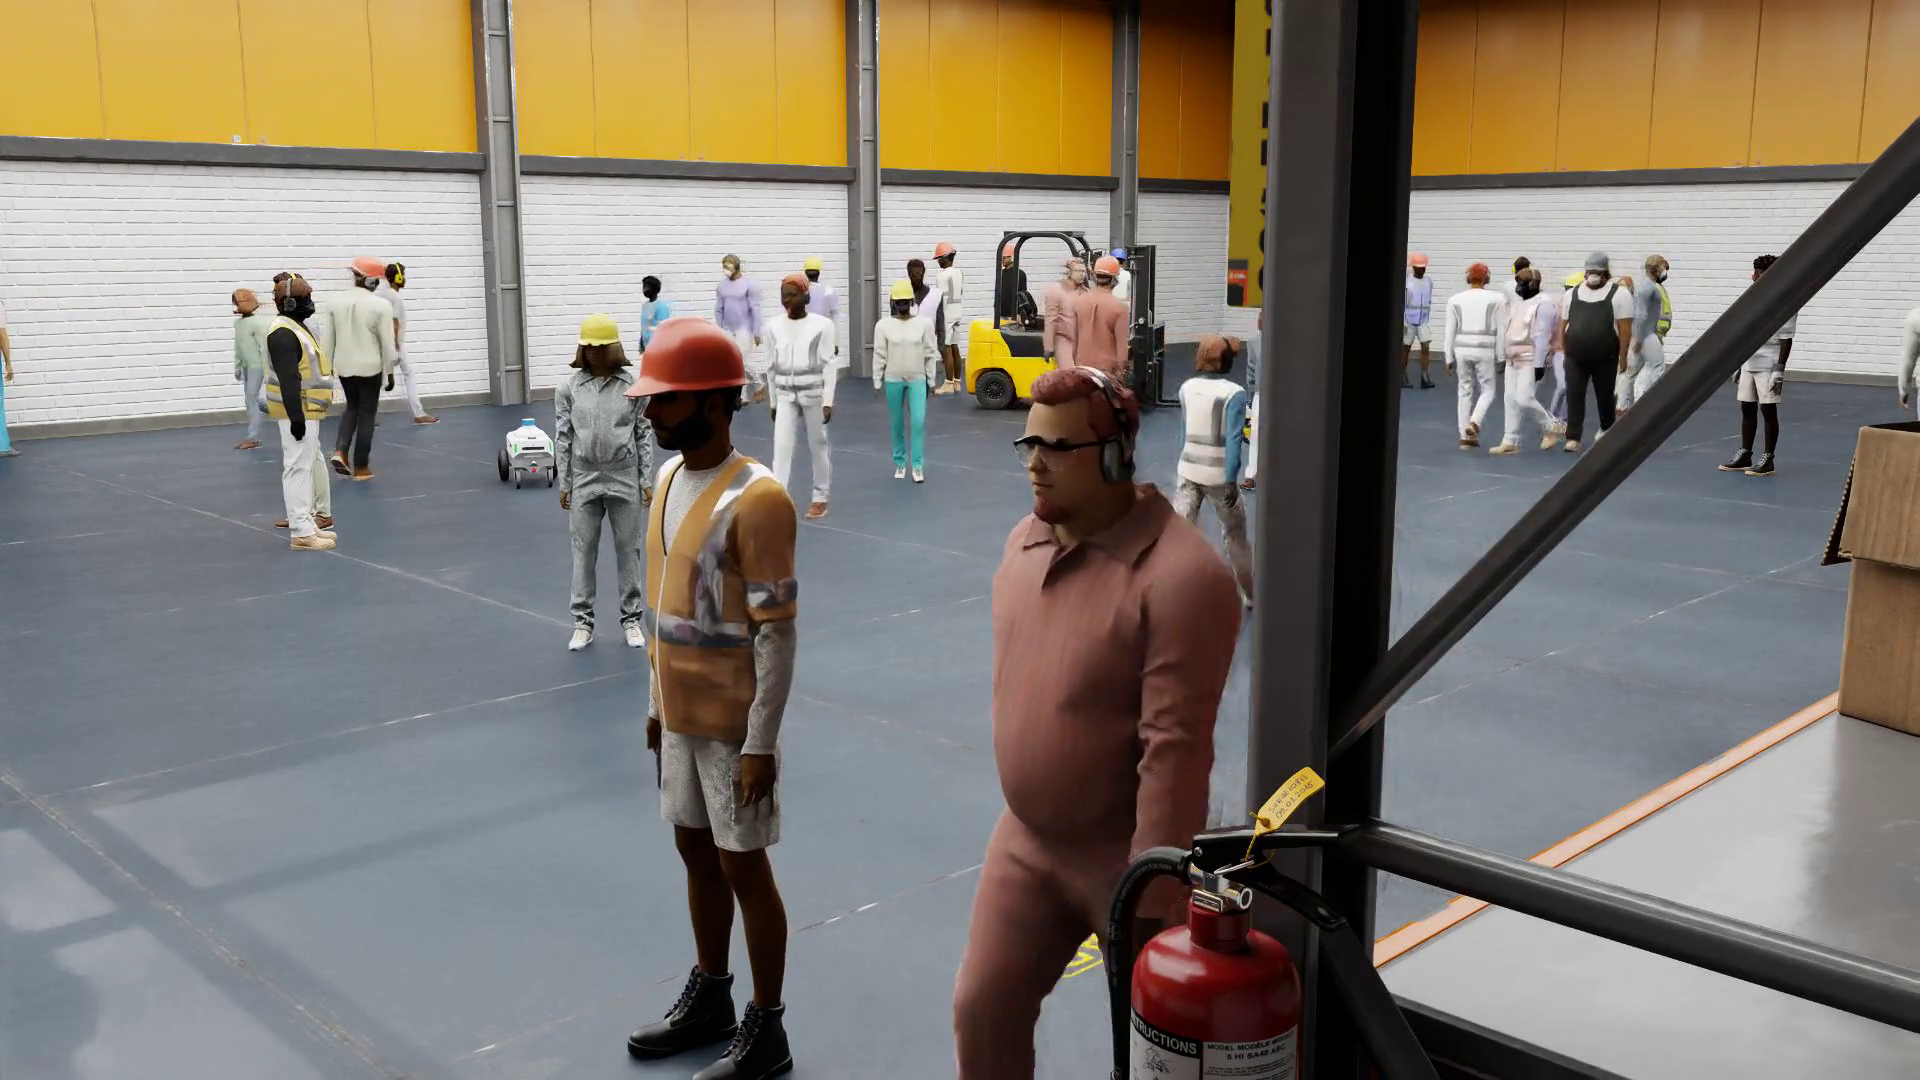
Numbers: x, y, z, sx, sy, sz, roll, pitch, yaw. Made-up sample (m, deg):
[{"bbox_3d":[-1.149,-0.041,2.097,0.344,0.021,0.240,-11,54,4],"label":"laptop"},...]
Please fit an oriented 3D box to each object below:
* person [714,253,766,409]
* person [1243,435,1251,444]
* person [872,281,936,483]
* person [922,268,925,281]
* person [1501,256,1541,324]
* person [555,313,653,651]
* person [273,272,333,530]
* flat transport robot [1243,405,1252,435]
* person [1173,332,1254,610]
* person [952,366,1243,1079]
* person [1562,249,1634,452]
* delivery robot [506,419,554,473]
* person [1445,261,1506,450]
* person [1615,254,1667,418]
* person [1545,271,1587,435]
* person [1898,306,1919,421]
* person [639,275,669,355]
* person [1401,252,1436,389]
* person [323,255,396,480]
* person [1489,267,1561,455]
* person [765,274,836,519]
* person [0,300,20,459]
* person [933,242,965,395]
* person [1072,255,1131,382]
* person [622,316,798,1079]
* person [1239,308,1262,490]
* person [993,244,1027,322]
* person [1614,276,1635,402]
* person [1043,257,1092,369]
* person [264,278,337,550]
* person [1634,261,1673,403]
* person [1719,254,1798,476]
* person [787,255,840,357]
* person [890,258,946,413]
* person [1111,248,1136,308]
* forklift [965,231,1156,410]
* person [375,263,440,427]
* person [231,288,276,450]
[{"bbox_3d":[-2.721,-2.555,20.448,0.638,1.914,0.484,7,12,32],"label":"person"},{"bbox_3d":[3.179,-1.771,16.626,0.548,1.724,0.852,9,14,41],"label":"person"},{"bbox_3d":[-0.483,-1.358,14.376,0.546,1.734,0.772,0,10,-1],"label":"person"},{"bbox_3d":[-0.616,-3.232,24.728,0.532,1.694,0.320,4,11,21],"label":"person"},{"bbox_3d":[7.331,-2.785,21.817,0.549,1.859,0.385,2,11,12],"label":"person"},{"bbox_3d":[-1.824,-0.294,8.561,0.491,1.741,0.323,-2,11,-11],"label":"person"},{"bbox_3d":[-4.775,-0.987,12.005,0.514,1.868,0.329,10,14,43],"label":"person"},{"bbox_3d":[3.087,-1.326,18.205,0.652,0.197,1.431,6,12,28],"label":"flat transport robot"},{"bbox_3d":[1.428,-0.359,9.302,0.851,1.585,0.538,-8,13,-36],"label":"person"},{"bbox_3d":[0.197,0.612,3.236,0.797,1.877,0.654,-9,13,-39],"label":"person"},{"bbox_3d":[6.340,-1.914,16.584,0.689,2.000,0.933,7,12,33],"label":"person"},{"bbox_3d":[-3.702,-0.800,14.307,0.477,0.478,0.707,-4,11,-19],"label":"delivery robot"},{"bbox_3d":[5.093,-1.812,16.467,0.614,1.876,0.476,6,12,31],"label":"person"},{"bbox_3d":[8.062,-2.344,19.279,0.846,1.906,0.628,3,11,17],"label":"person"},{"bbox_3d":[6.478,-1.965,17.660,0.540,1.751,0.397,-2,11,-13],"label":"person"},{"bbox_3d":[7.541,-1.148,12.722,0.667,1.919,0.583,7,12,33],"label":"person"},{"bbox_3d":[-3.660,-2.379,20.162,0.861,1.658,0.539,-7,12,-33],"label":"person"},{"bbox_3d":[6.335,-3.028,23.001,0.558,1.902,0.760,-3,11,-16],"label":"person"},{"bbox_3d":[-5.192,-1.491,14.492,0.636,1.962,0.423,2,11,10],"label":"person"},{"bbox_3d":[5.509,-1.720,16.110,0.562,1.825,0.647,-3,11,-13],"label":"person"},{"bbox_3d":[-1.200,-1.020,12.250,0.596,1.834,0.970,3,11,17],"label":"person"},{"bbox_3d":[-9.368,-1.686,15.875,0.567,1.841,0.377,-1,10,-6],"label":"person"},{"bbox_3d":[-0.179,-2.964,22.323,0.383,2.036,0.605,5,11,25],"label":"person"},{"bbox_3d":[1.214,-1.555,14.858,0.622,1.968,0.915,7,12,32],"label":"person"},{"bbox_3d":[-0.633,0.420,4.136,0.356,1.936,0.551,-8,13,-39],"label":"person"},{"bbox_3d":[2.638,-1.222,14.035,0.513,1.588,0.850,6,12,30],"label":"person"},{"bbox_3d":[0.717,-3.346,24.512,0.381,1.993,0.622,-10,14,-42],"label":"person"},{"bbox_3d":[8.535,-2.596,21.432,0.574,1.618,0.510,-9,14,-42],"label":"person"},{"bbox_3d":[1.222,-2.074,17.848,0.683,1.890,0.435,-8,13,-37],"label":"person"},{"bbox_3d":[-4.496,-0.858,11.370,0.429,1.844,0.622,-3,11,-16],"label":"person"},{"bbox_3d":[8.526,-2.527,20.483,0.430,1.839,0.619,7,13,35],"label":"person"},{"bbox_3d":[7.142,-1.557,14.839,0.367,1.966,0.604,-3,11,-15],"label":"person"},{"bbox_3d":[-1.674,-2.289,18.984,0.594,1.913,0.665,0,10,0],"label":"person"},{"bbox_3d":[-0.468,-2.118,18.089,0.601,1.898,0.779,-2,11,-11],"label":"person"},{"bbox_3d":[2.310,-3.274,24.268,0.601,1.941,0.395,1,10,4],"label":"person"},{"bbox_3d":[1.222,-2.721,20.561,2.313,2.155,1.214,2,11,13],"label":"forklift"},{"bbox_3d":[-6.368,-2.166,18.578,0.946,1.827,0.538,-10,14,-43],"label":"person"},{"bbox_3d":[-7.049,-1.727,16.745,0.503,1.611,0.655,9,14,40],"label":"person"}]
